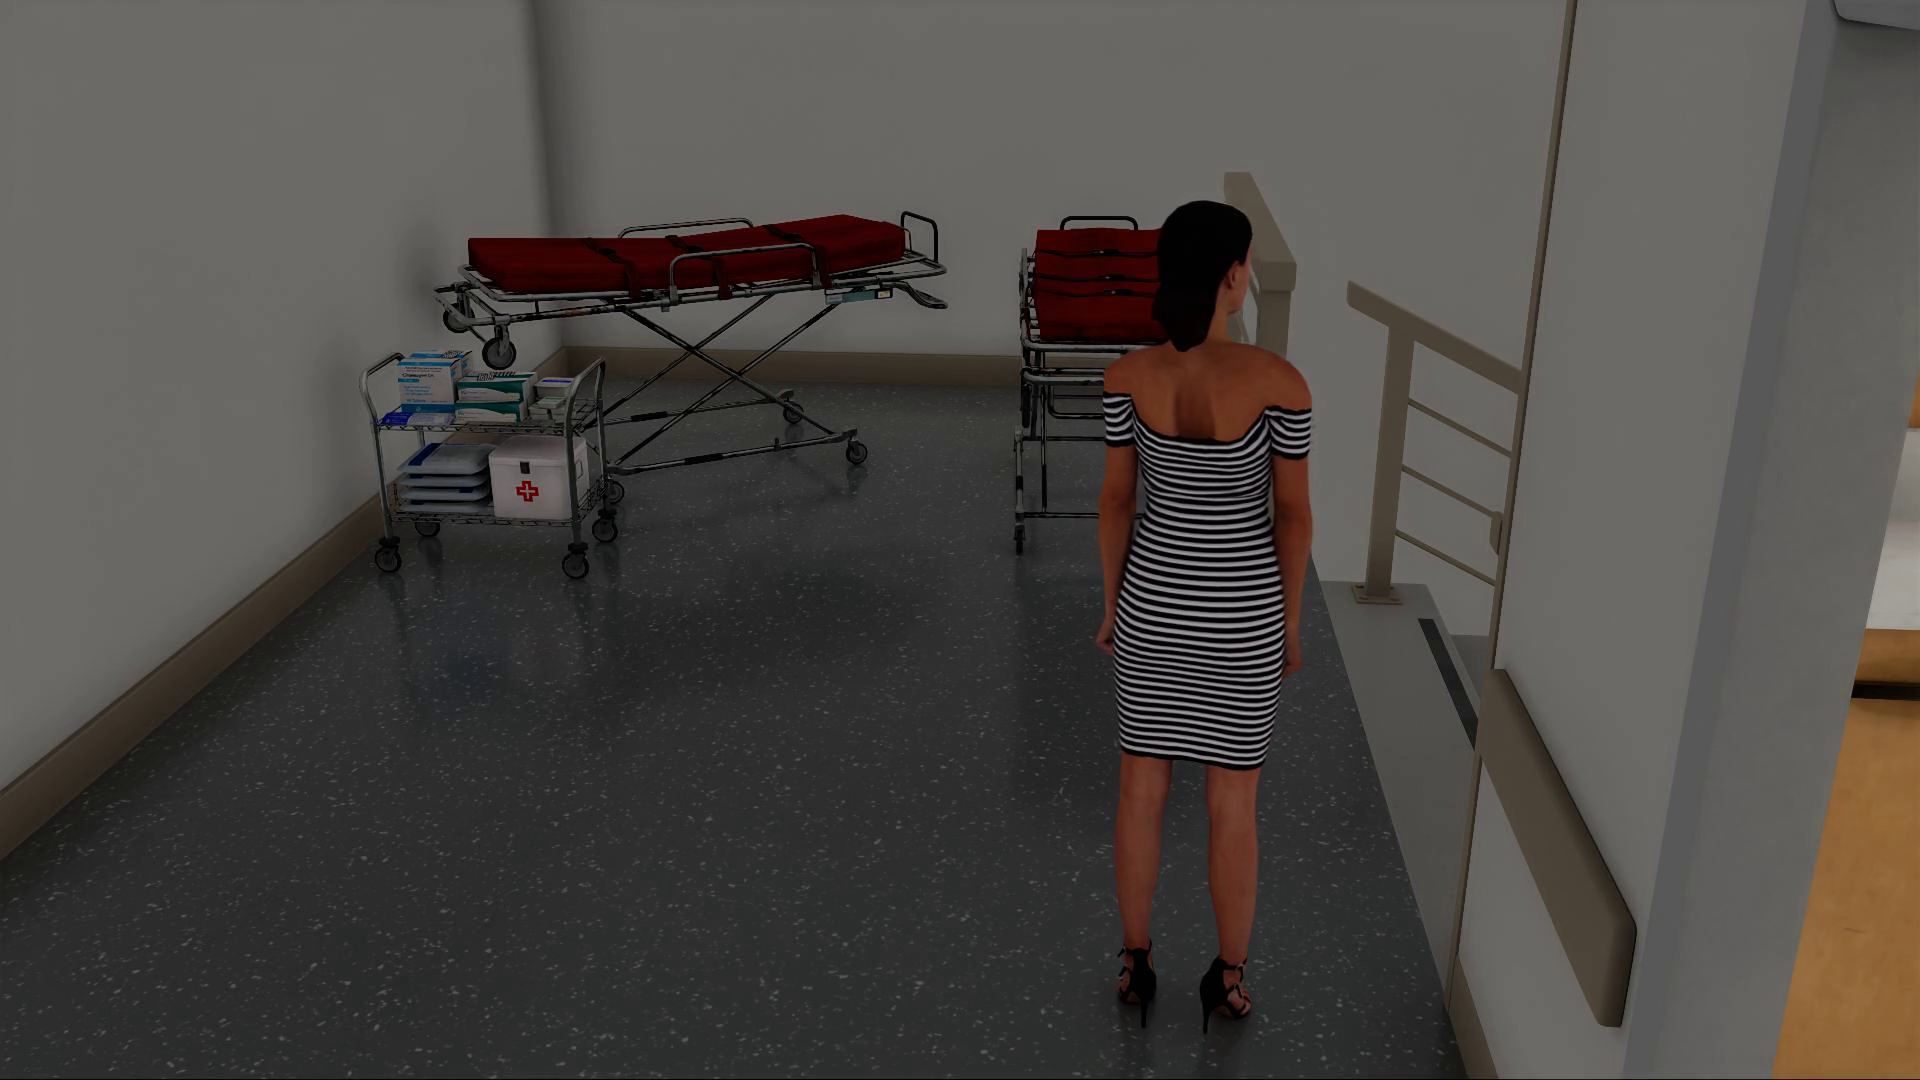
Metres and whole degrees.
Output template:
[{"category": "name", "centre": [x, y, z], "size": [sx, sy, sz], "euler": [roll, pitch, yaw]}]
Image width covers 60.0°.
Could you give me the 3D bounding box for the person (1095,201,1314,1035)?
[{"category": "person", "centre": [0.488, 0.207, 3.467], "size": [0.653, 1.823, 0.619], "euler": [8, 22, 20]}]
